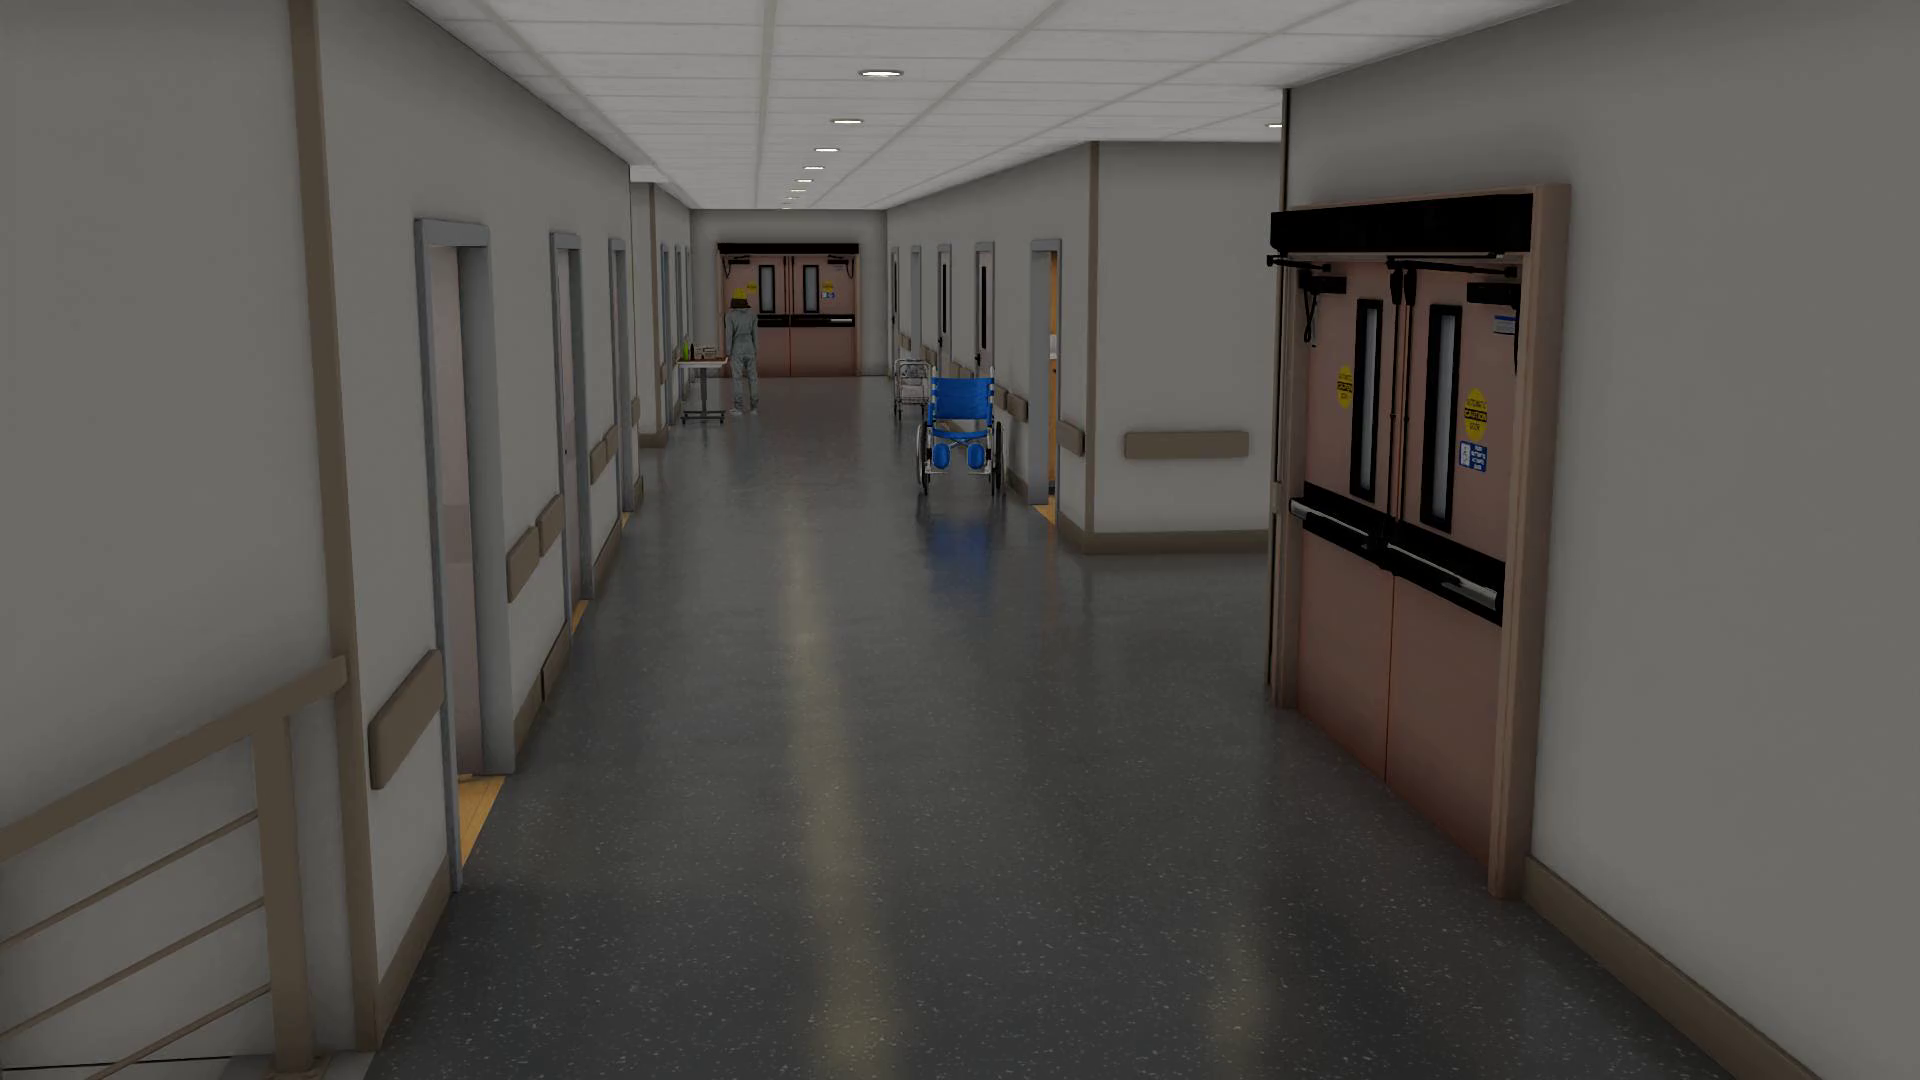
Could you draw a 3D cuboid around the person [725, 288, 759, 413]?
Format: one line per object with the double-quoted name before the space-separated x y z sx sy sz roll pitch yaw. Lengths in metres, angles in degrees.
"person" -3.069 -2.651 23.332 0.486 1.744 0.311 -5 11 -29
